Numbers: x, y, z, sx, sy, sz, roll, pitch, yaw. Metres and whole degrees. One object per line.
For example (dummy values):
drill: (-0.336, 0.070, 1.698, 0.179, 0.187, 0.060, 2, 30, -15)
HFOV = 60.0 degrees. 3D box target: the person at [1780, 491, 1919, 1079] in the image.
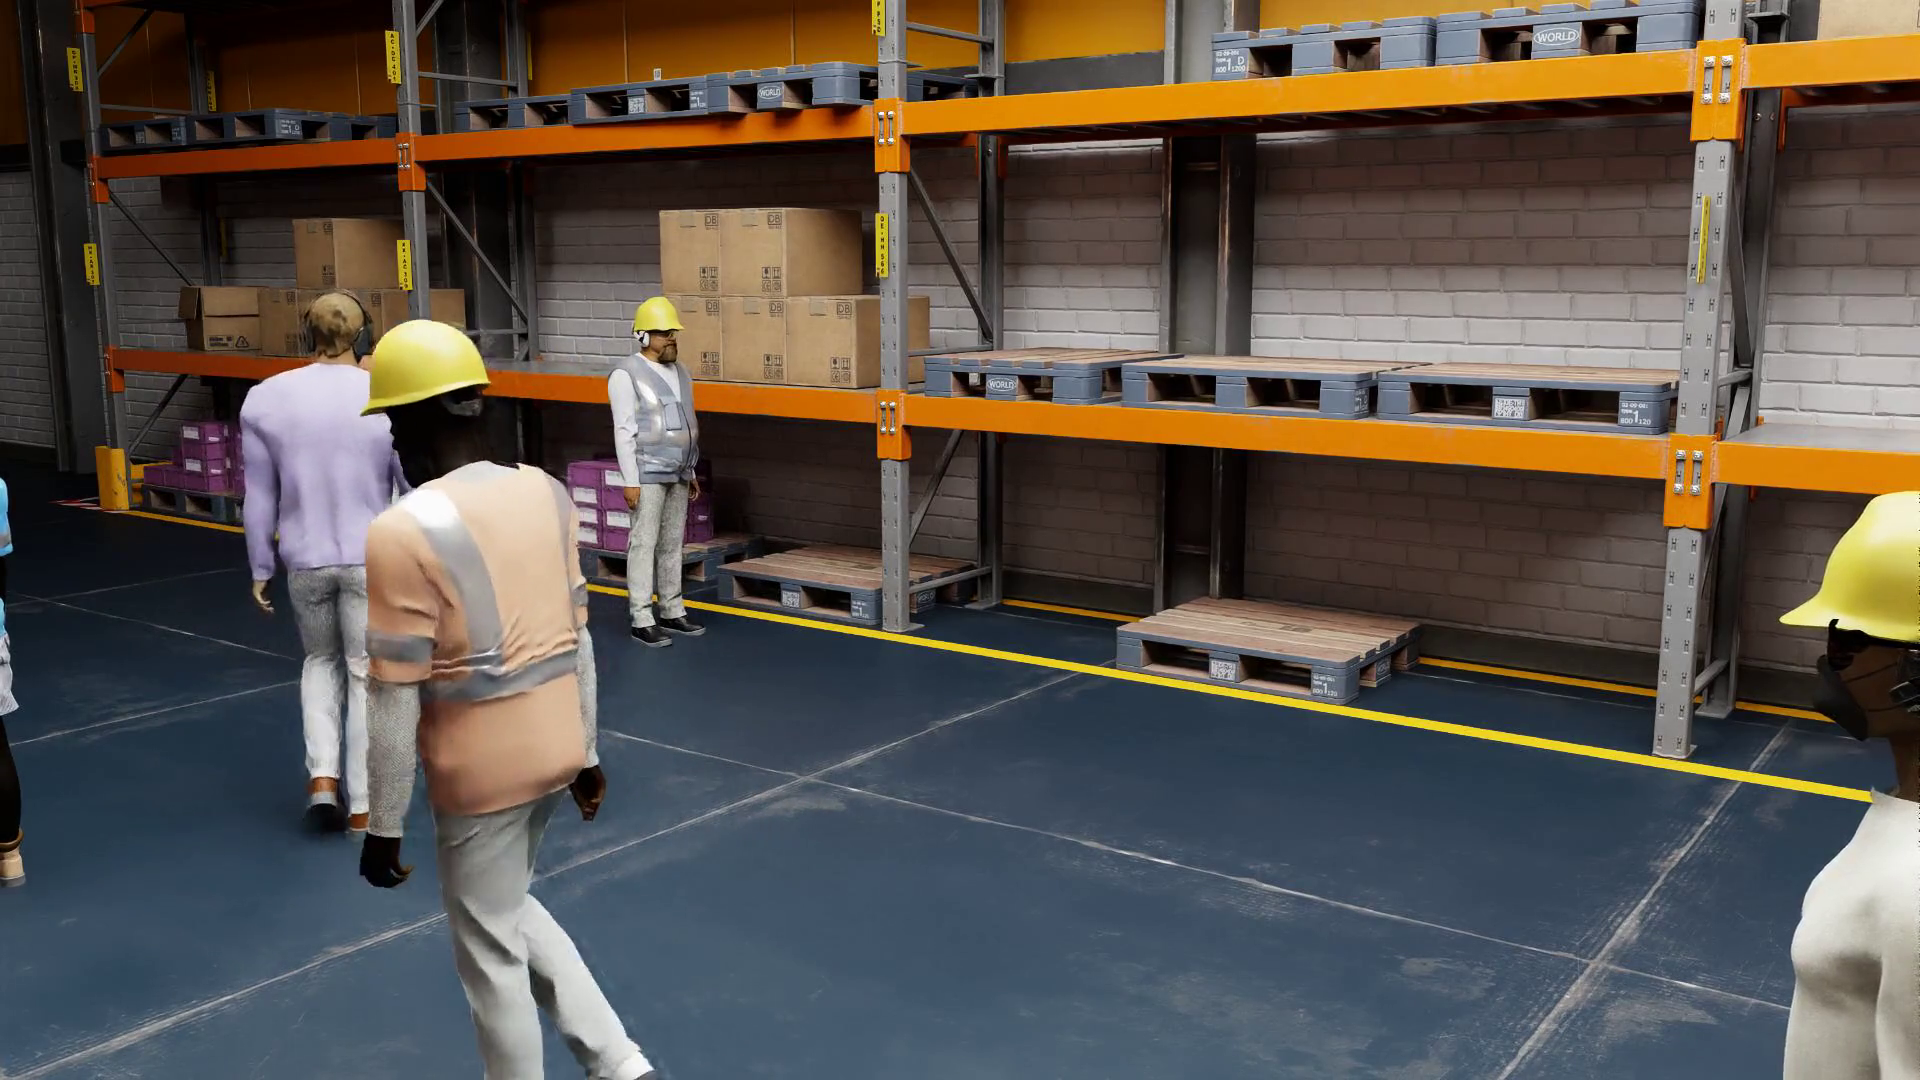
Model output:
person: (1.078, 0.822, 1.961, 0.310, 1.768, 0.533, 6, 11, 30)

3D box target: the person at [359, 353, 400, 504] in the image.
person: (-2.671, -0.053, 7.569, 0.276, 1.631, 0.506, -3, 10, -15)

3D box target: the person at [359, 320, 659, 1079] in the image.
person: (-1.016, 0.487, 3.571, 0.514, 1.904, 0.585, 3, 10, 18)

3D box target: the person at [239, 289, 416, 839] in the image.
person: (-2.152, 0.087, 5.863, 0.656, 1.921, 0.446, -1, 10, -4)

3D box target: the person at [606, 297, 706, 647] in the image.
person: (-1.586, -0.363, 8.820, 0.404, 1.833, 0.589, 5, 11, 27)

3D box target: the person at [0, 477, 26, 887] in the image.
person: (-3.204, 0.314, 5.191, 0.318, 1.697, 0.533, 5, 11, 26)
